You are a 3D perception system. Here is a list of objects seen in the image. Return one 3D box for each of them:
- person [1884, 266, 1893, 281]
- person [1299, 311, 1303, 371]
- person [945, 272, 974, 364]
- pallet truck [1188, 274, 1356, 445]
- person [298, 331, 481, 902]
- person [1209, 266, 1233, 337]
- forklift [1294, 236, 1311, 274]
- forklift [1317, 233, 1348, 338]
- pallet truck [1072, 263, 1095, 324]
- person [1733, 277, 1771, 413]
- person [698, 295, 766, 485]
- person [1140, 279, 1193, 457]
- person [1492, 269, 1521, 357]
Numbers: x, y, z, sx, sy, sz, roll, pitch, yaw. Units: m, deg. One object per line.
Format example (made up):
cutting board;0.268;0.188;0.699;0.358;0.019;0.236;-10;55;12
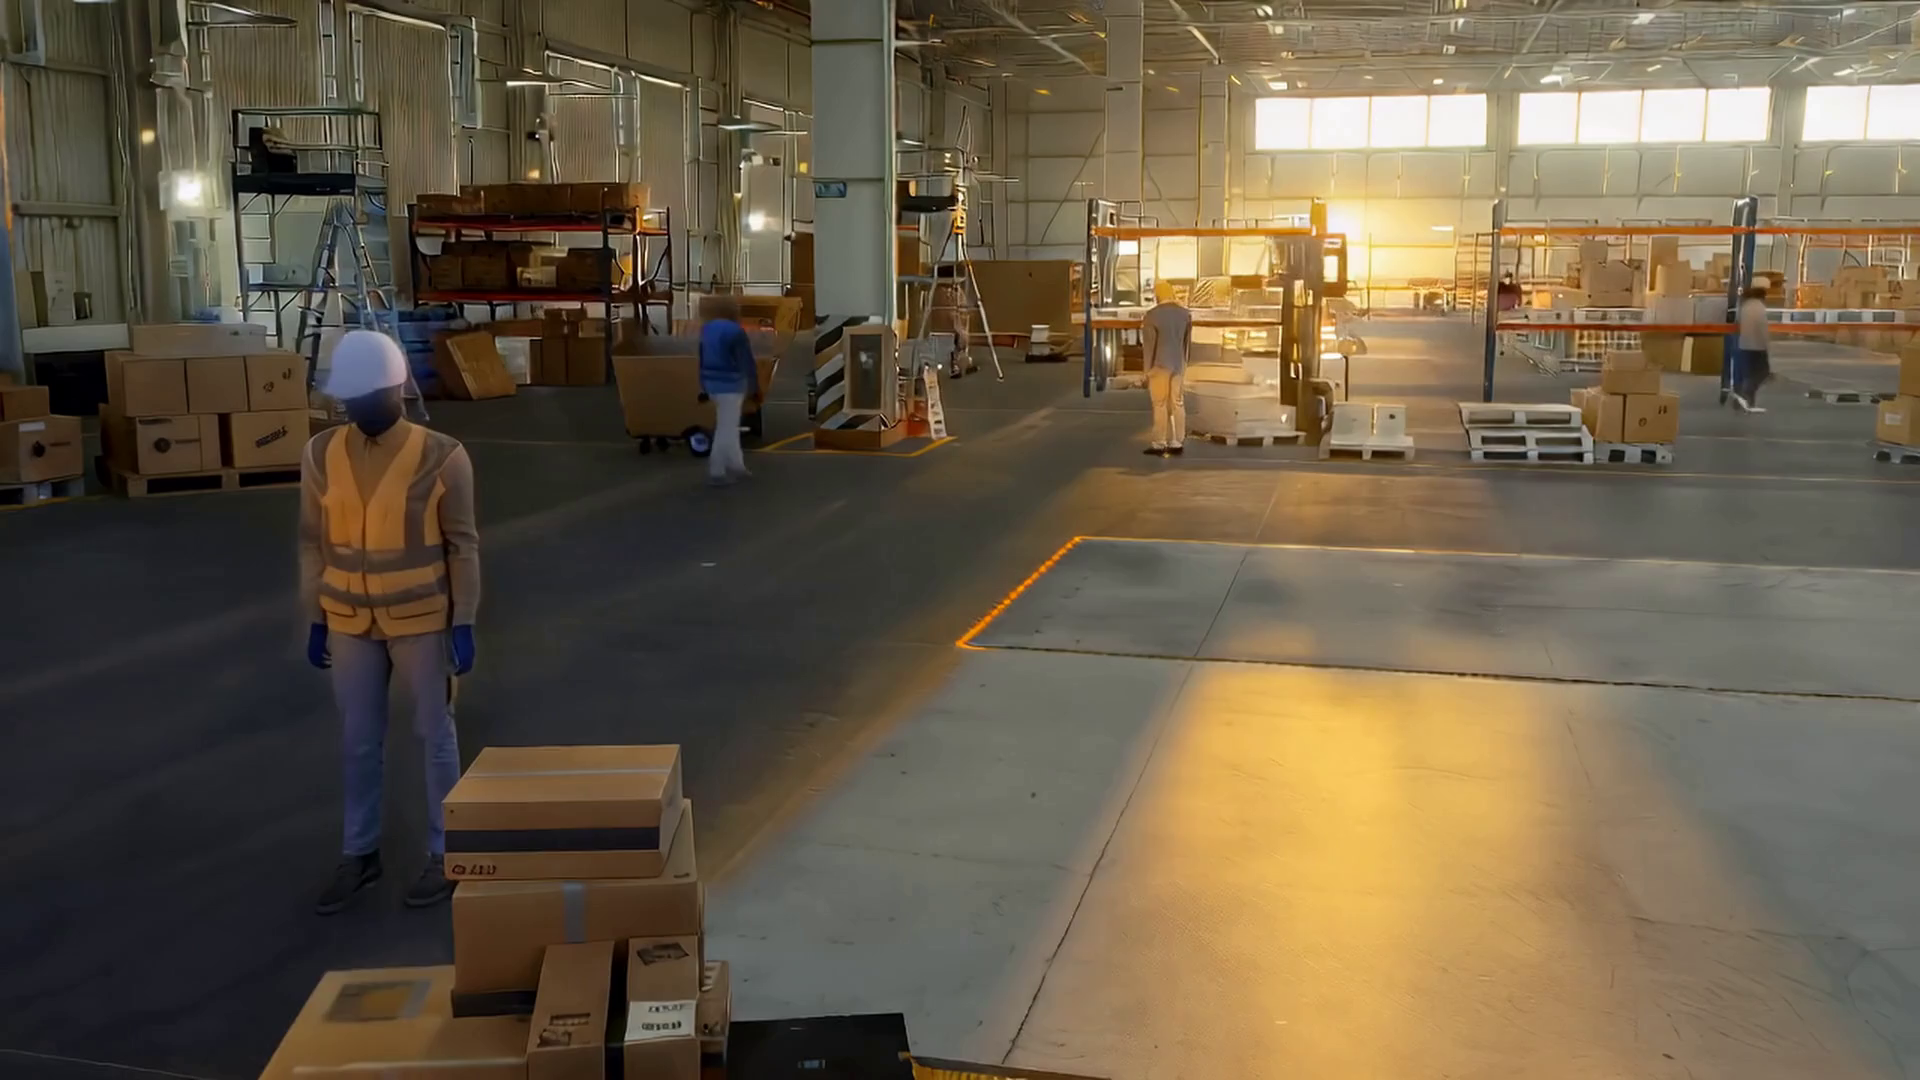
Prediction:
person;28.454;-7.467;51.211;0.464;1.920;0.567;7;12;35
person;6.724;-4.101;31.912;0.484;1.739;0.319;-8;13;-40
person;0.001;-4.587;34.346;0.561;1.884;0.980;-3;10;-19
pallet truck;3.653;-2.138;19.590;1.885;1.965;0.823;-4;10;-20
person;-1.924;0.266;5.611;0.605;1.937;0.411;1;10;5
person;7.185;-6.563;45.844;0.628;1.935;0.367;3;10;15
forklift;10.611;-7.959;51.265;1.873;2.768;1.129;-2;10;-12
forklift;9.748;-6.755;44.179;1.129;2.768;1.873;2;10;10
pallet truck;4.325;-8.180;55.162;0.823;1.965;1.885;6;11;31
person;11.069;-2.700;23.143;0.442;1.908;0.621;0;10;0
person;-2.166;-1.447;16.075;0.822;1.812;0.642;-9;13;-42
person;2.246;-1.875;18.225;0.627;1.936;0.377;-5;11;-27
person;11.996;-4.984;36.578;0.636;1.924;0.445;1;10;7
